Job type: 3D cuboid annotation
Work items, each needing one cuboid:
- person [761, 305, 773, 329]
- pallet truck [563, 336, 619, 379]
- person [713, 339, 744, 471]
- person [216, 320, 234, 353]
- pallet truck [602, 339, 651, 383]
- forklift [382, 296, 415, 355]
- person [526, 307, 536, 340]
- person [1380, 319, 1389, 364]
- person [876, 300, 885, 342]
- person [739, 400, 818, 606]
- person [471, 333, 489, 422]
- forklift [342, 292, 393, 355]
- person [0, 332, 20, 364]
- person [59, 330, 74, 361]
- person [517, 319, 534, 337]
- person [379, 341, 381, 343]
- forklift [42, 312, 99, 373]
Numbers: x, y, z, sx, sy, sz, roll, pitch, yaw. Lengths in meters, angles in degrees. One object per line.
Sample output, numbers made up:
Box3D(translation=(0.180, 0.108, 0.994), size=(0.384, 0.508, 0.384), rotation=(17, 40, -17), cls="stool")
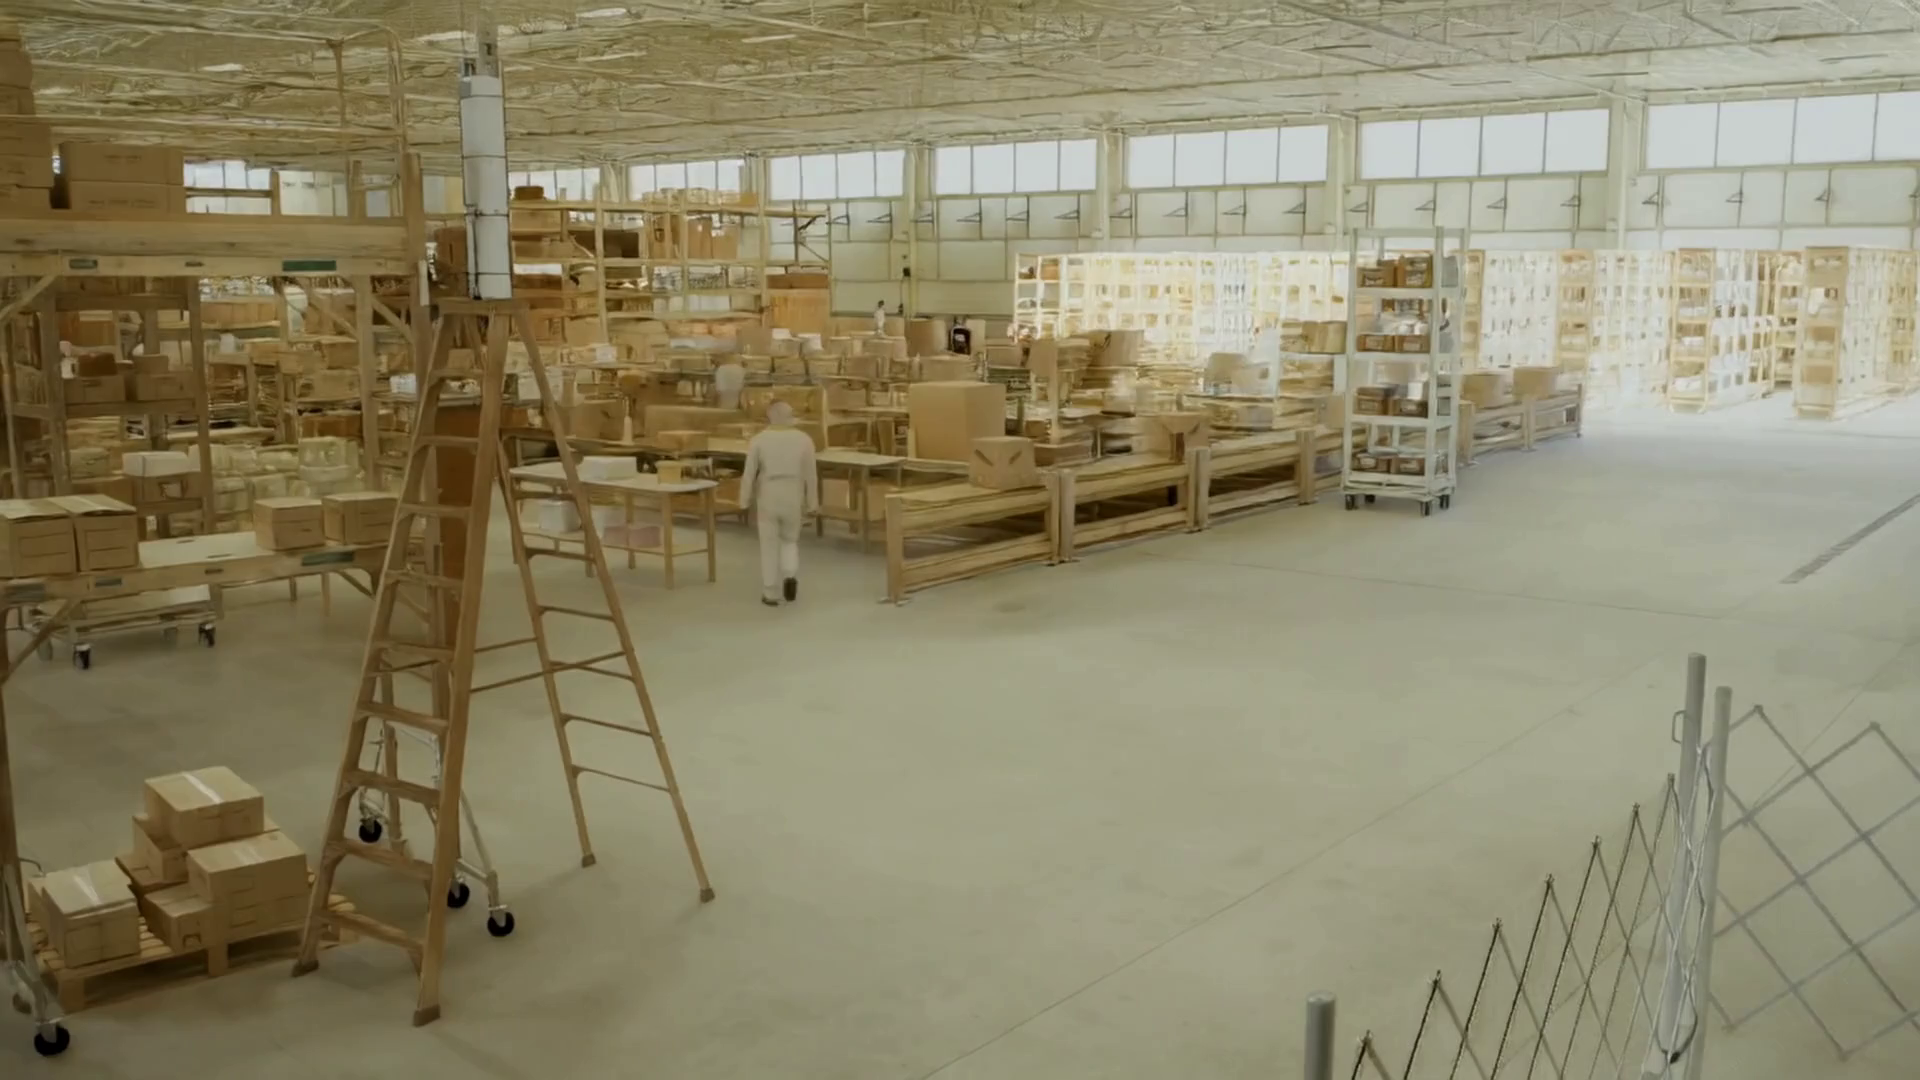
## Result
Box3D(translation=(-6.356, -6.787, 55.143), size=(0.394, 1.994, 0.612), rotation=(4, 10, 21), cls="person")
Box3D(translation=(-10.690, -5.294, 48.215), size=(1.601, 1.201, 0.680), rotation=(-5, 10, -26), cls="pallet truck")
Box3D(translation=(-3.590, -2.068, 25.586), size=(0.429, 2.028, 0.645), rotation=(5, 10, 26), cls="person")
Box3D(translation=(-18.131, -4.453, 40.879), size=(0.570, 1.895, 0.853), rotation=(6, 11, 32), cls="person")
Box3D(translation=(-8.991, -4.871, 45.351), size=(0.653, 1.274, 1.630), rotation=(7, 11, 37), cls="pallet truck")
Box3D(translation=(-16.320, -6.402, 49.991), size=(1.129, 2.768, 1.873), rotation=(7, 11, 37), cls="forklift")
Box3D(translation=(-16.092, -7.787, 62.059), size=(0.602, 1.794, 0.941), rotation=(7, 11, 35), cls="person")
Box3D(translation=(12.658, -5.843, 49.853), size=(0.560, 1.811, 0.949), rotation=(5, 10, 28), cls="person")
Box3D(translation=(-3.258, -8.858, 68.227), size=(0.404, 1.943, 0.612), rotation=(1, 9, 7), cls="person")
Box3D(translation=(-1.667, -0.330, 15.181), size=(0.739, 1.886, 0.444), rotation=(-3, 10, -20), cls="person")
Box3D(translation=(-9.646, -3.300, 33.906), size=(0.404, 1.827, 0.586), rotation=(9, 13, 43), cls="person")
Box3D(translation=(-16.485, -5.622, 45.120), size=(1.129, 2.768, 1.873), rotation=(7, 11, 37), cls="forklift")
Box3D(translation=(-23.736, -4.425, 41.529), size=(0.285, 1.633, 0.501), rotation=(9, 13, 43), cls="person")
Box3D(translation=(-21.818, -4.266, 40.405), size=(0.765, 1.664, 0.555), rotation=(2, 9, 10), cls="person")
Box3D(translation=(-12.469, -5.482, 47.747), size=(0.538, 1.745, 0.470), rotation=(2, 9, 15), cls="person")
Box3D(translation=(-17.808, -5.904, 50.381), size=(0.518, 1.757, 0.337), rotation=(-7, 11, -37), cls="person")
Box3D(translation=(-23.779, -5.451, 44.052), size=(1.873, 2.768, 1.129), rotation=(7, 11, 36), cls="forklift")
